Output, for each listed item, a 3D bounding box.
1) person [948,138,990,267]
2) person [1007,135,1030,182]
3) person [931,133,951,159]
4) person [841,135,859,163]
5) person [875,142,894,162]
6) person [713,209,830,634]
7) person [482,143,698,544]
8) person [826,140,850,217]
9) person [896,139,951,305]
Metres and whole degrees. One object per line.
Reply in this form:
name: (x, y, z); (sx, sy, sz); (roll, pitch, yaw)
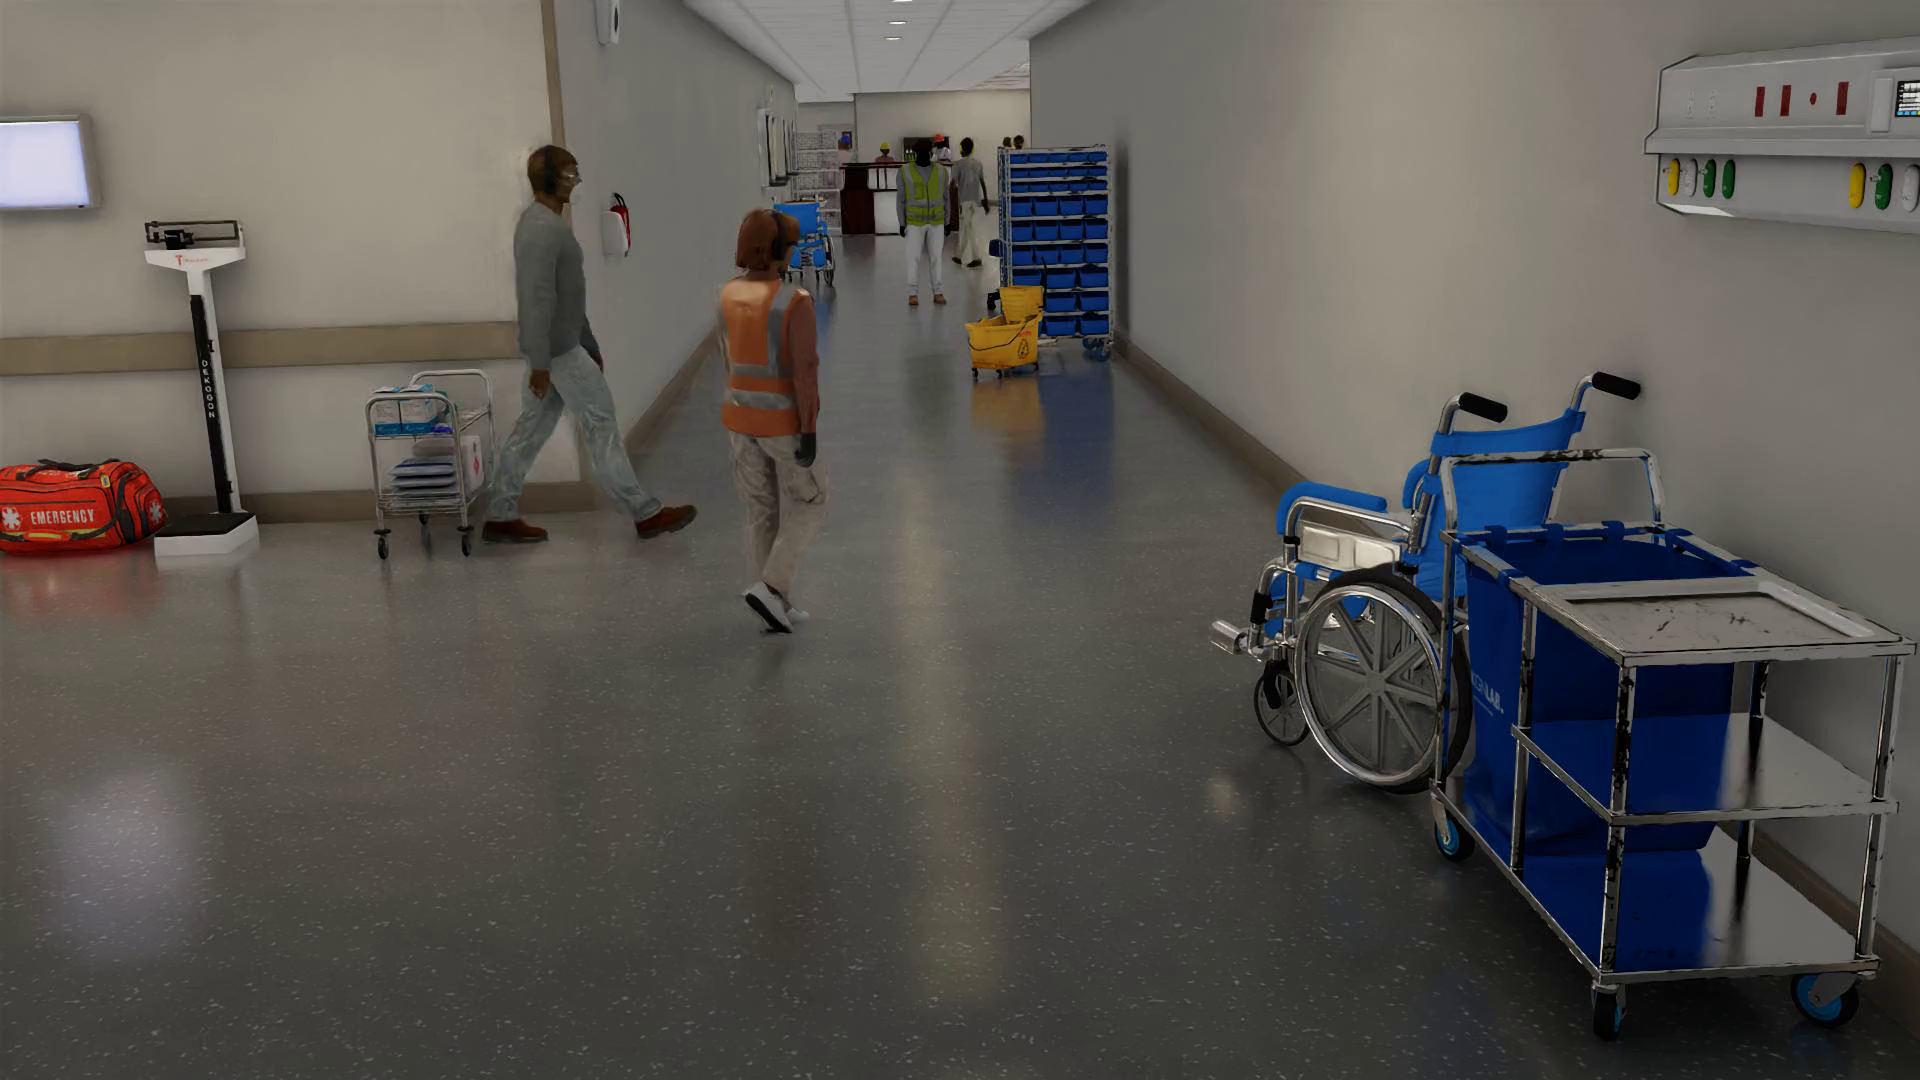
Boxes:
person: (0.043, -4.862, 24.013); (0.684, 1.816, 0.911); (-11, 16, -33)
person: (1.111, -6.969, 32.507); (0.539, 1.840, 0.591); (2, 14, 16)
person: (-0.474, -8.921, 40.541); (0.545, 1.929, 0.390); (5, 15, 27)
person: (-2.800, -9.070, 41.383); (0.617, 1.946, 0.396); (-3, 14, -4)
person: (-1.702, -8.268, 38.338); (0.533, 1.768, 0.313); (-12, 17, -35)
person: (-0.722, -0.423, 6.285); (0.513, 1.623, 0.413); (8, 17, 34)
person: (-1.852, -0.903, 7.854); (1.036, 1.885, 0.636); (-5, 14, -15)
person: (-2.963, -8.726, 40.191); (0.977, 1.848, 0.662); (6, 16, 29)
person: (-0.398, -3.574, 18.739); (0.630, 1.843, 0.429); (-5, 14, -13)
